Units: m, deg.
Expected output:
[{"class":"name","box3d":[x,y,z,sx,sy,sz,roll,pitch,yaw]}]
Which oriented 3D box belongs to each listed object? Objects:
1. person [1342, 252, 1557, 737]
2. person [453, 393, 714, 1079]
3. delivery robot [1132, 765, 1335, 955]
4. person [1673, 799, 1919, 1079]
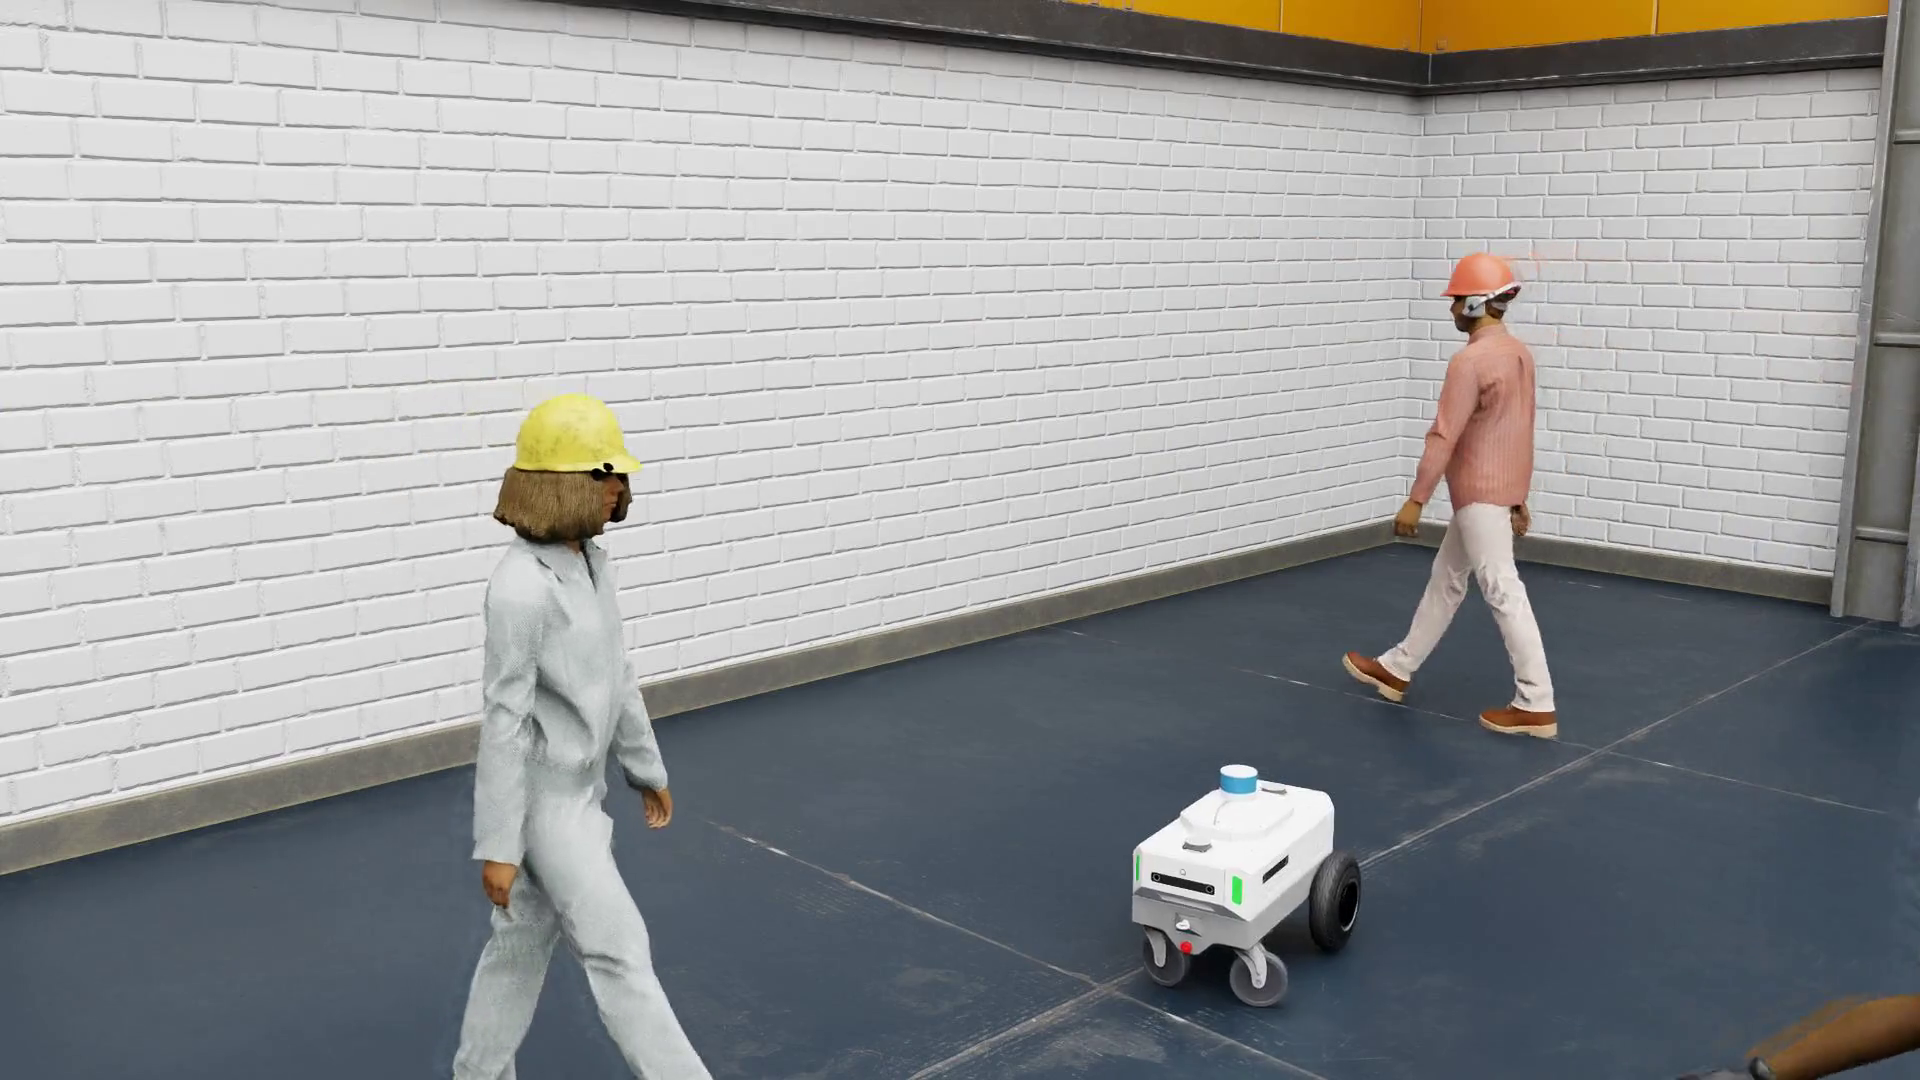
[{"class":"person","box3d":[2.057,-0.197,6.861,1.012,1.937,0.624,7,13,35]},{"class":"person","box3d":[-0.731,0.546,3.471,0.877,1.694,0.511,1,10,4]},{"class":"delivery robot","box3d":[0.766,0.868,4.609,0.477,0.478,0.707,7,12,32]},{"class":"person","box3d":[1.879,0.530,3.098,0.813,1.885,0.531,2,11,12]}]
